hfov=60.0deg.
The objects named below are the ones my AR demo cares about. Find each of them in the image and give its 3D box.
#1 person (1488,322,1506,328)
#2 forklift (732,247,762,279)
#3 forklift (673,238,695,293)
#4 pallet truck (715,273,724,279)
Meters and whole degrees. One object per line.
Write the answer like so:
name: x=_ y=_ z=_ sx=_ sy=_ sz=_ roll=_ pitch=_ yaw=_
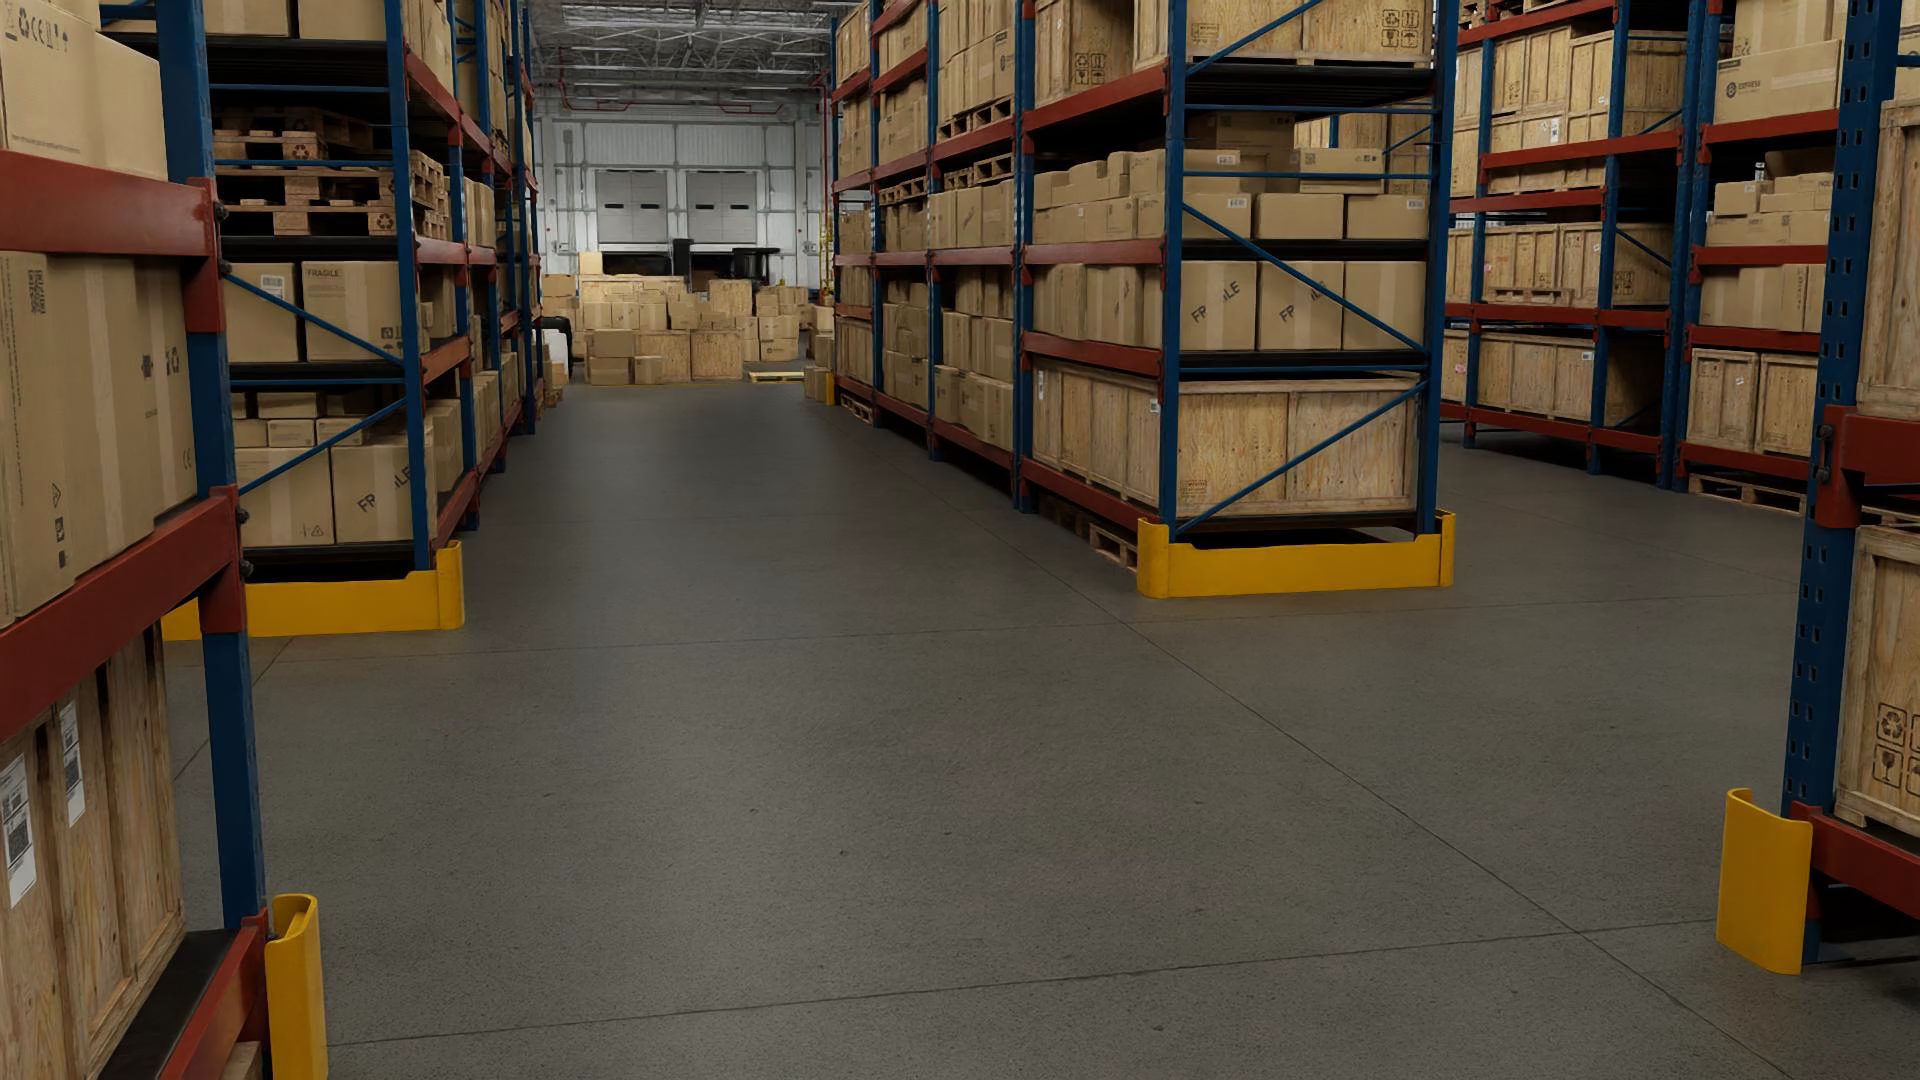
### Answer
person: x=10.037 y=-3.832 z=31.046 sx=0.359 sy=1.938 sz=0.547 roll=2 pitch=10 yaw=13
forklift: x=-6.596 y=-7.703 z=51.773 sx=1.129 sy=2.768 sz=1.873 roll=-8 pitch=12 yaw=-39
forklift: x=-5.968 y=-5.100 z=35.909 sx=1.873 sy=2.768 sz=1.129 roll=-2 pitch=10 yaw=-13
pallet truck: x=-8.580 y=-8.986 z=62.280 sx=1.885 sy=1.965 sz=0.823 roll=1 pitch=9 yaw=5
